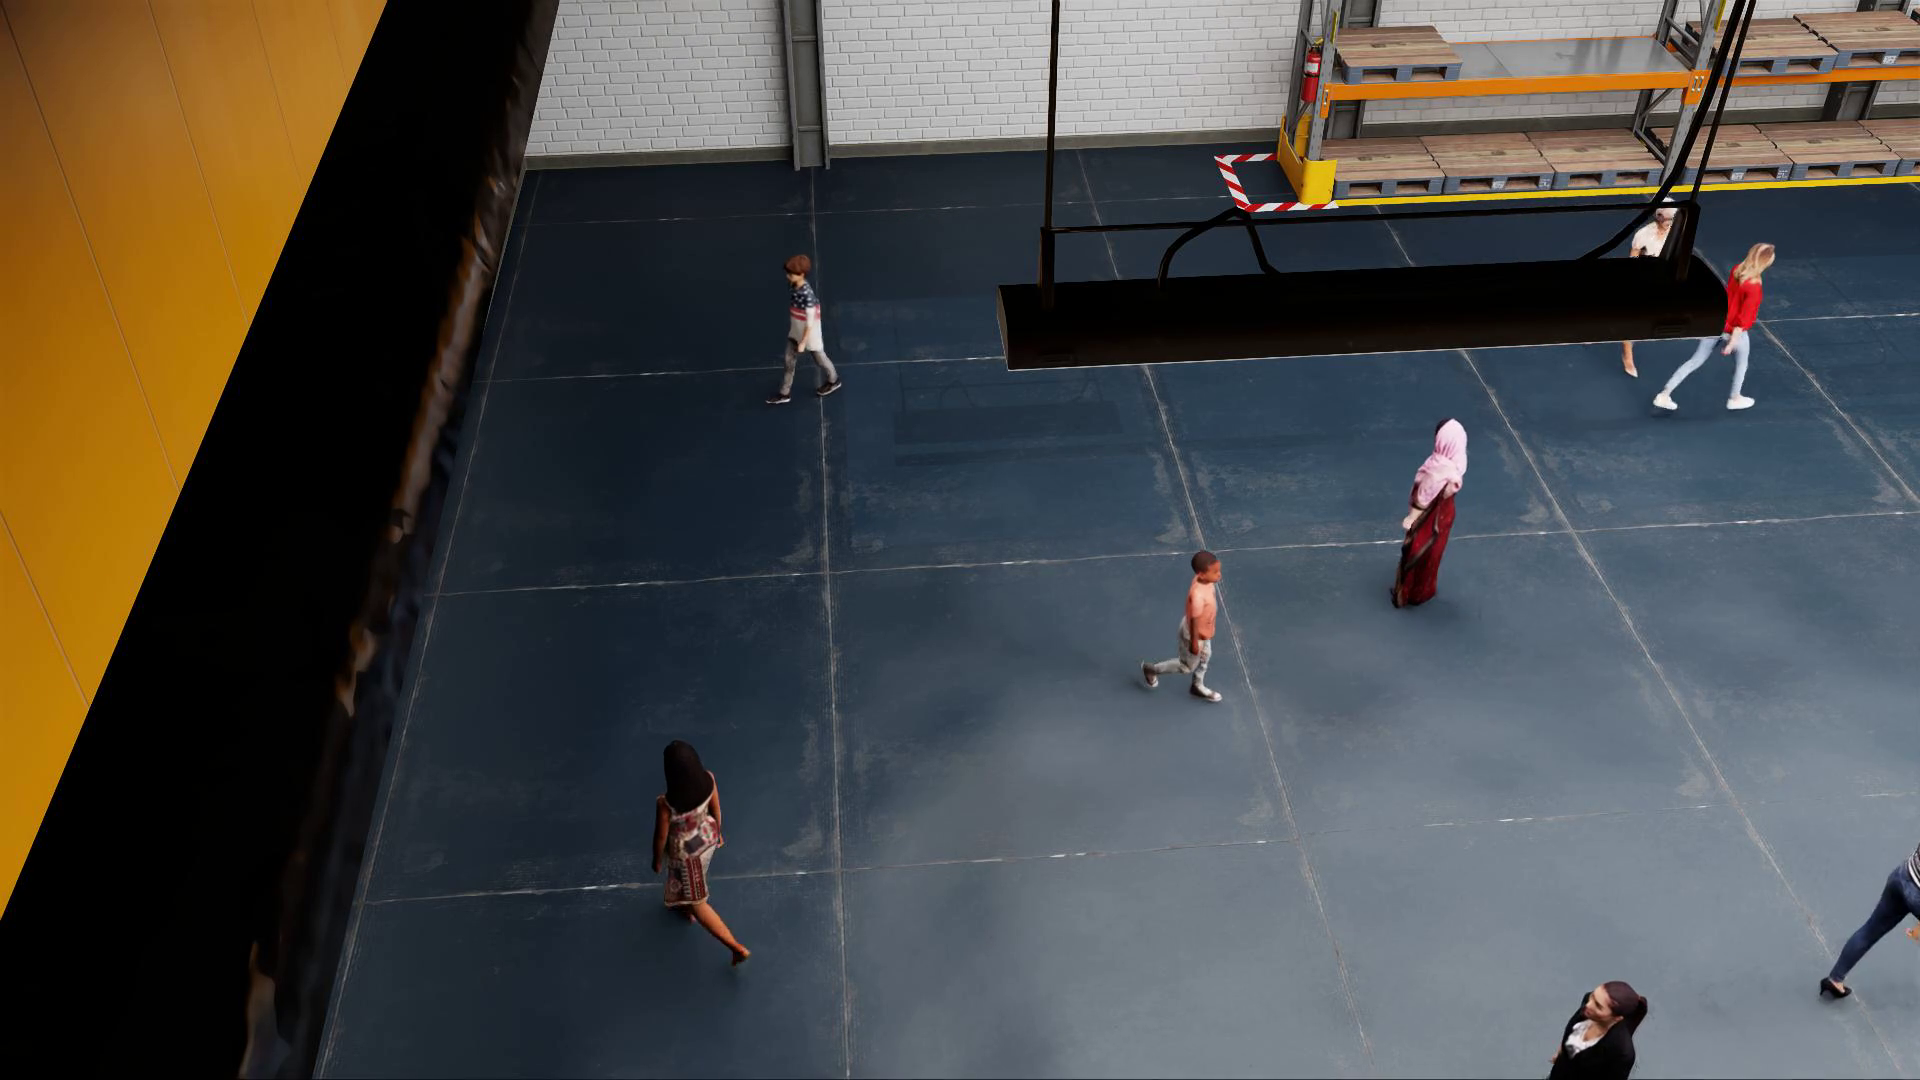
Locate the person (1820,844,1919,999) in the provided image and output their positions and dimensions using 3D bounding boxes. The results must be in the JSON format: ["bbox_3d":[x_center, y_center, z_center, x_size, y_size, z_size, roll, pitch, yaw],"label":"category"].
[{"bbox_3d":[5.291,2.030,9.369,1.019,1.760,0.607,-2,39,-3],"label":"person"}]

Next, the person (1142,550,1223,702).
[{"bbox_3d":[1.580,0.598,11.533,0.865,1.296,0.707,16,41,19],"label":"person"}]

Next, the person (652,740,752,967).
[{"bbox_3d":[-1.526,1.848,9.707,1.118,1.623,1.053,28,46,30],"label":"person"}]

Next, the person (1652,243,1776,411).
[{"bbox_3d":[6.468,-1.770,14.213,1.186,1.653,0.697,-7,39,-9],"label":"person"}]

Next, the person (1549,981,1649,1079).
[{"bbox_3d":[3.194,2.792,8.495,0.559,1.661,0.610,-6,39,-7],"label":"person"}]

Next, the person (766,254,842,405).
[{"bbox_3d":[-1.288,-1.835,14.492,1.001,1.405,0.850,-27,46,-30],"label":"person"}]

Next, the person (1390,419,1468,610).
[{"bbox_3d":[3.492,-0.190,12.247,0.817,1.637,0.761,27,46,29],"label":"person"}]

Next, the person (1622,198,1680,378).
[{"bbox_3d":[6.045,-2.306,14.818,0.900,1.735,0.872,-17,42,-21],"label":"person"}]
